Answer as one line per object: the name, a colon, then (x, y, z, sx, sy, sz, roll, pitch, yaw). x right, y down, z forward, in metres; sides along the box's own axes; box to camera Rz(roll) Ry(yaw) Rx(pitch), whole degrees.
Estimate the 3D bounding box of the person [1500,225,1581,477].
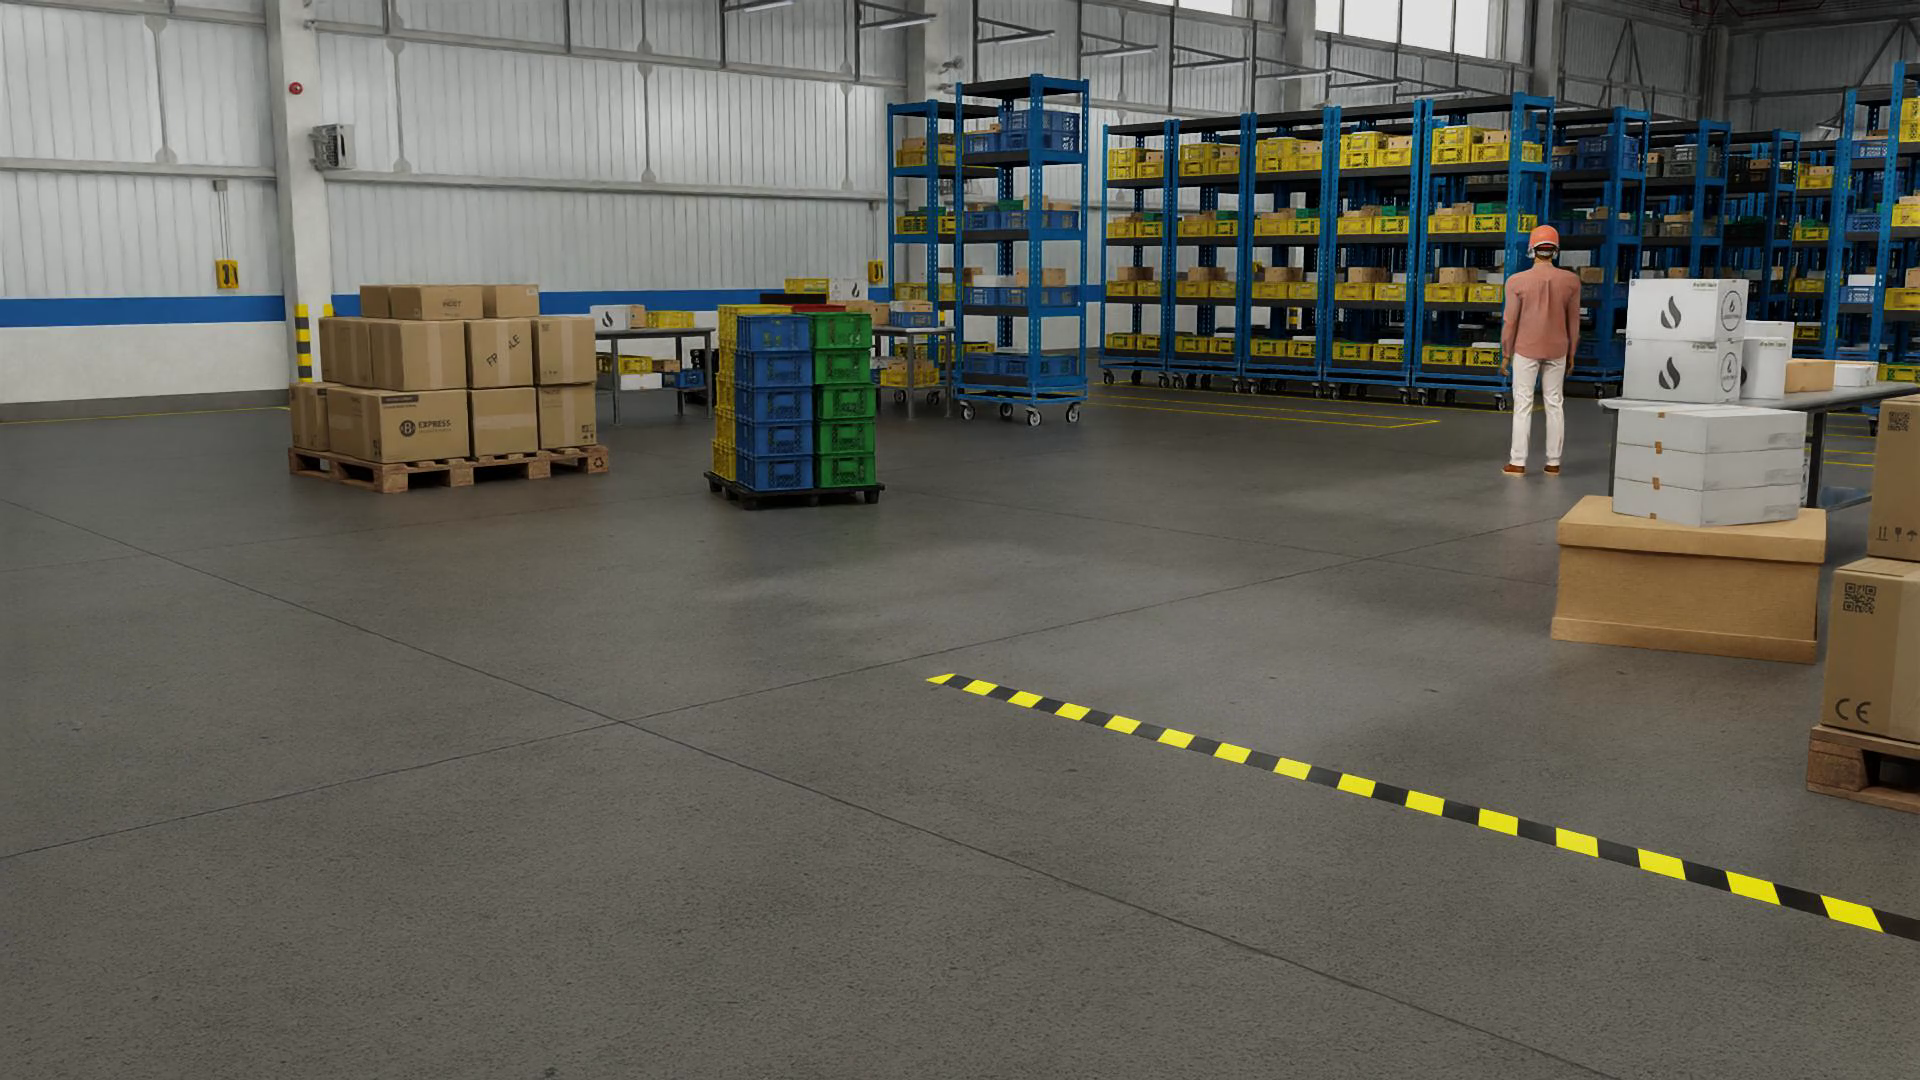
person: (4.595, -1.486, 13.203, 0.612, 1.995, 0.379, 0, 9, 1)
